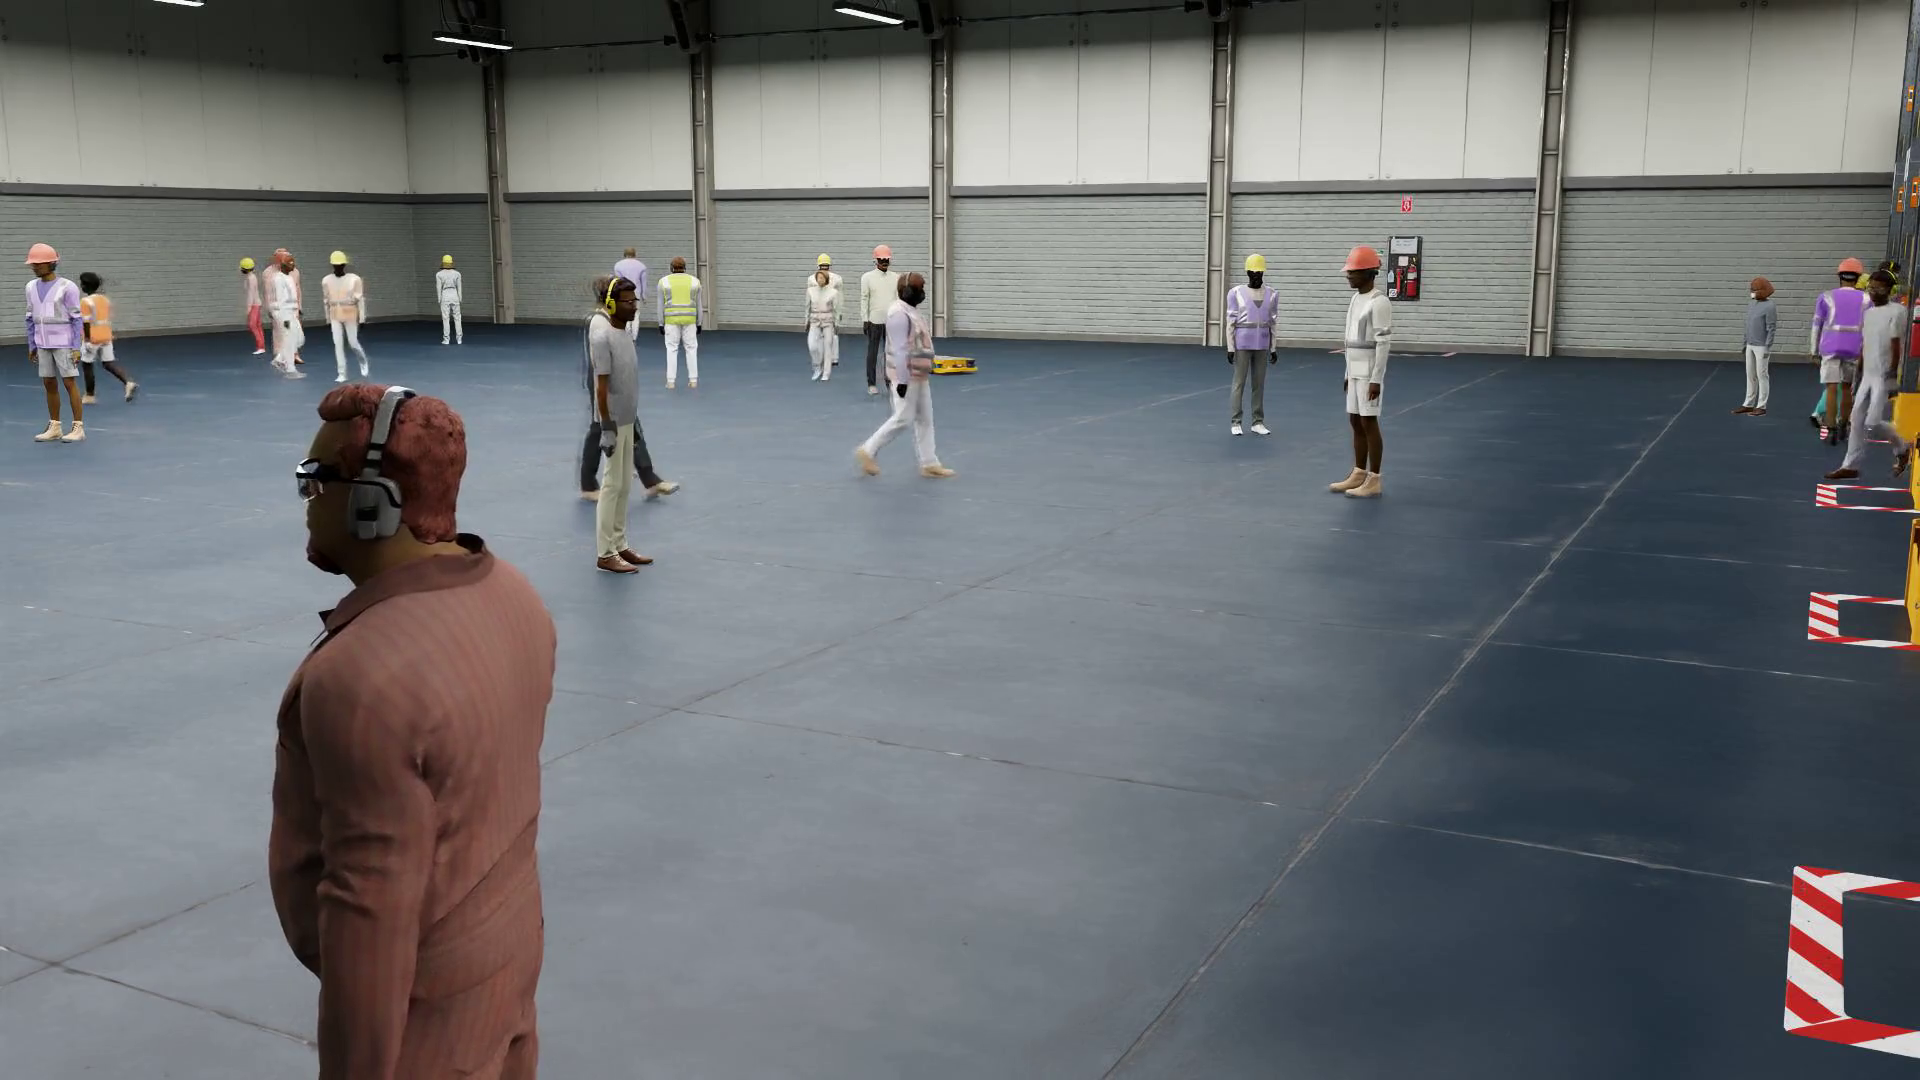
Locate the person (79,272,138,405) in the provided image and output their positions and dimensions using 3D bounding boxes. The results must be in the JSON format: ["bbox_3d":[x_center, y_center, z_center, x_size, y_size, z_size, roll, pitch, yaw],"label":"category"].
[{"bbox_3d":[-10.783,-2.526,20.868,0.710,1.676,0.537,2,11,9],"label":"person"}]

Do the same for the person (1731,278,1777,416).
[{"bbox_3d":[9.446,-2.286,19.709,0.280,1.633,0.498,-1,10,-7],"label":"person"}]

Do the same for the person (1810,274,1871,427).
[{"bbox_3d":[9.797,-2.098,18.468,0.829,1.716,0.558,-3,11,-18],"label":"person"}]

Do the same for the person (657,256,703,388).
[{"bbox_3d":[-3.910,-3.033,23.242,0.630,1.835,0.429,-3,11,-17],"label":"person"}]

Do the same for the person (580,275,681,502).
[{"bbox_3d":[-2.661,-1.184,13.209,0.891,1.806,0.545,1,10,7],"label":"person"}]

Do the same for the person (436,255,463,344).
[{"bbox_3d":[-10.043,-4.725,32.709,0.487,1.744,0.297,-6,12,-29],"label":"person"}]

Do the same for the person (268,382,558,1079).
[{"bbox_3d":[-0.861,0.707,2.632,0.408,1.913,0.642,1,10,4],"label":"person"}]

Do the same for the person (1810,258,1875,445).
[{"bbox_3d":[9.085,-1.947,17.177,0.553,1.883,0.930,3,11,18],"label":"person"}]

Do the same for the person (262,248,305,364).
[{"bbox_3d":[-11.125,-3.840,27.425,0.408,1.913,0.641,8,13,36],"label":"person"}]

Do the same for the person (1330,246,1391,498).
[{"bbox_3d":[3.257,-1.358,13.538,0.395,2.038,0.615,-2,11,-9],"label":"person"}]

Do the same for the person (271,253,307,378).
[{"bbox_3d":[-10.041,-3.342,24.821,0.452,1.868,0.596,-1,10,-5],"label":"person"}]

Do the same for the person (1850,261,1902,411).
[{"bbox_3d":[11.060,-2.463,20.178,0.610,1.819,0.610,-2,11,-9],"label":"person"}]

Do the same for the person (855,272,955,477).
[{"bbox_3d":[-0.483,-1.441,14.606,0.807,1.820,0.645,2,11,12],"label":"person"}]

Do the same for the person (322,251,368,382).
[{"bbox_3d":[-8.989,-3.274,24.351,0.592,1.907,0.678,0,10,2],"label":"person"}]

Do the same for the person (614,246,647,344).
[{"bbox_3d":[-6.458,-4.796,32.601,0.660,1.920,0.519,-4,11,-20],"label":"person"}]

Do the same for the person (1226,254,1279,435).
[{"bbox_3d":[3.132,-2.084,17.807,0.587,1.928,0.362,-3,11,-15],"label":"person"}]

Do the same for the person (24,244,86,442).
[{"bbox_3d":[-9.335,-2.014,17.112,0.614,2.039,0.390,2,11,12],"label":"person"}]

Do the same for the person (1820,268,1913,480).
[{"bbox_3d":[7.922,-1.408,14.325,0.609,1.849,0.584,-1,10,-3],"label":"person"}]

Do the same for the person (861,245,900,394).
[{"bbox_3d":[-1.043,-2.964,22.422,0.612,1.995,0.382,-5,12,-27],"label":"person"}]

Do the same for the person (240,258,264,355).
[{"bbox_3d":[-12.701,-4.189,29.836,0.301,1.726,0.675,-5,11,-25],"label":"person"}]

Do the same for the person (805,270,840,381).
[{"bbox_3d":[-2.020,-3.124,24.283,0.546,1.619,0.456,2,11,10],"label":"person"}]

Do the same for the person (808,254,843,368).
[{"bbox_3d":[-2.169,-3.677,26.748,0.588,1.833,0.404,-4,11,-20],"label":"person"}]

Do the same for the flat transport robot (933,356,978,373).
[{"bbox_3d":[-0.444,-2.762,26.025,0.652,0.197,1.431,-9,14,-41],"label":"flat transport robot"}]

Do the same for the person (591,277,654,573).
[{"bbox_3d":[-2.165,-0.732,10.595,0.309,1.868,0.534,2,11,9],"label":"person"}]
